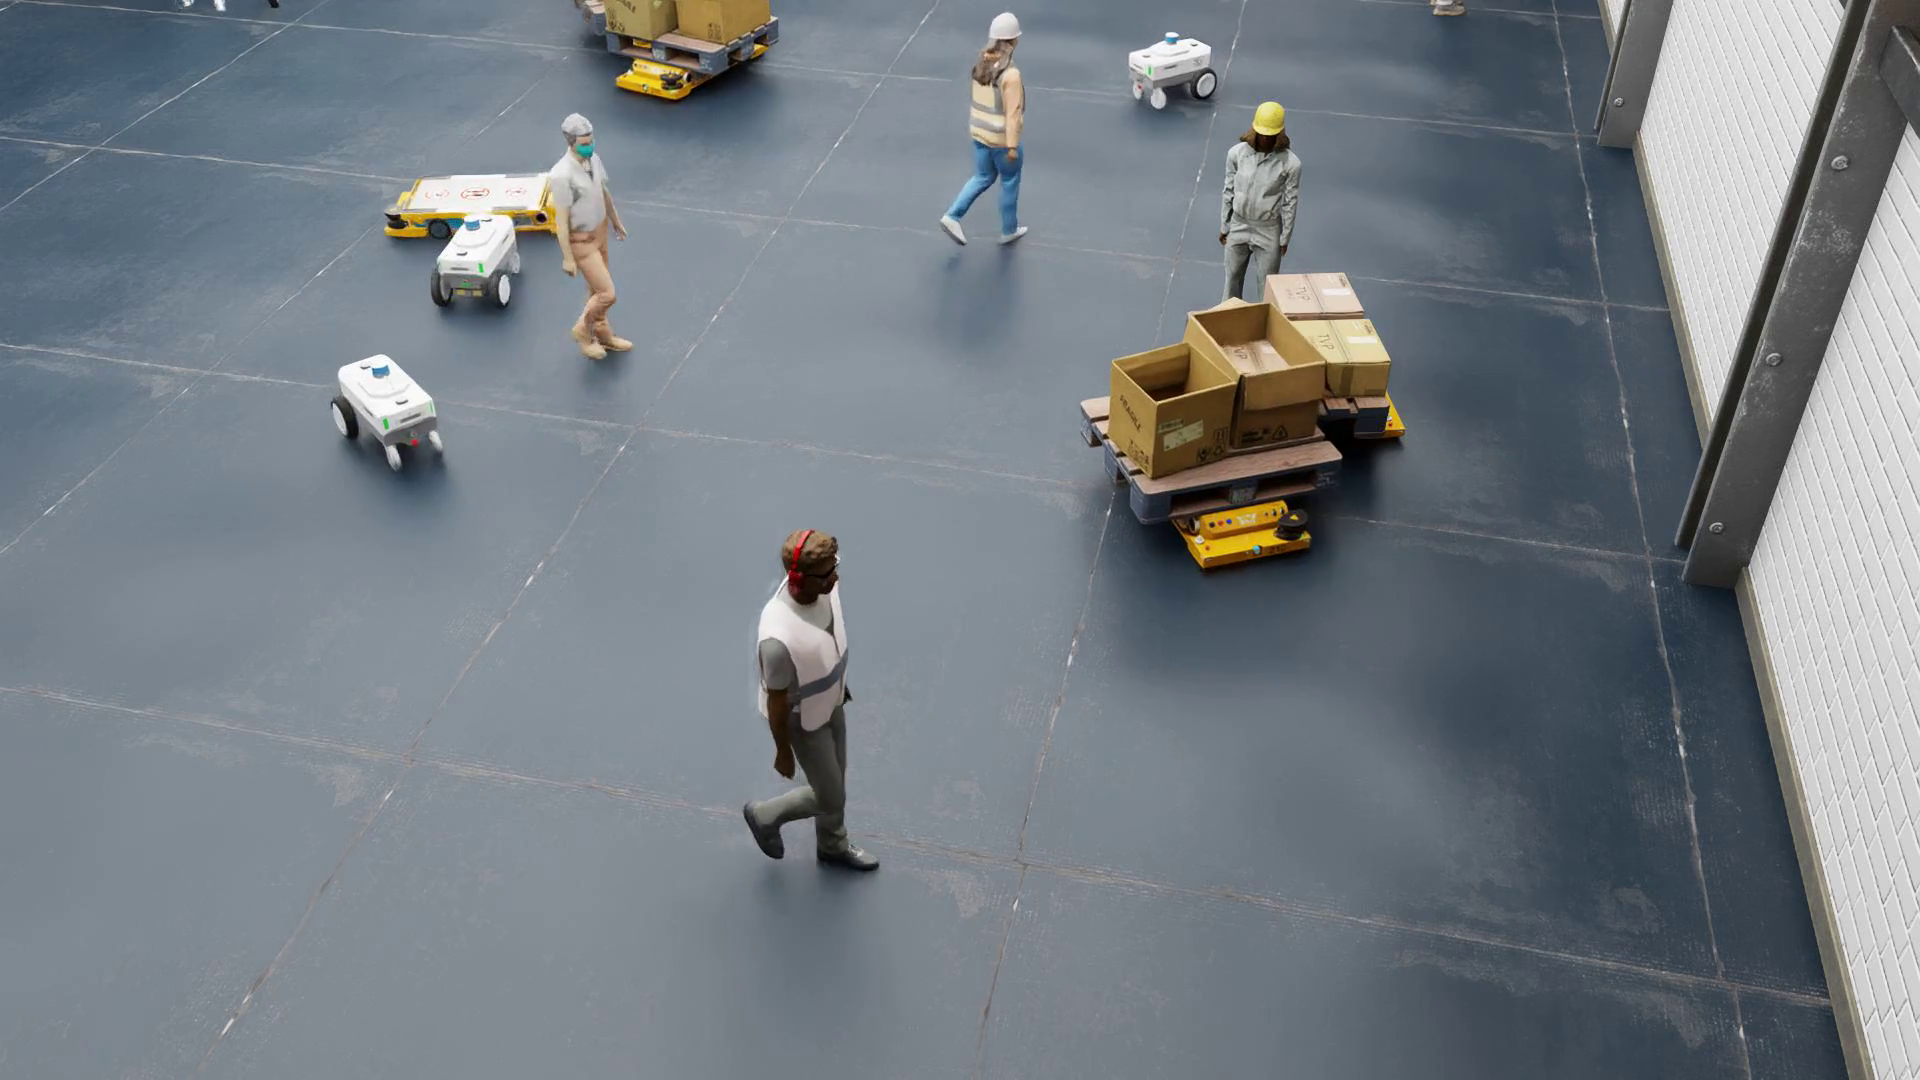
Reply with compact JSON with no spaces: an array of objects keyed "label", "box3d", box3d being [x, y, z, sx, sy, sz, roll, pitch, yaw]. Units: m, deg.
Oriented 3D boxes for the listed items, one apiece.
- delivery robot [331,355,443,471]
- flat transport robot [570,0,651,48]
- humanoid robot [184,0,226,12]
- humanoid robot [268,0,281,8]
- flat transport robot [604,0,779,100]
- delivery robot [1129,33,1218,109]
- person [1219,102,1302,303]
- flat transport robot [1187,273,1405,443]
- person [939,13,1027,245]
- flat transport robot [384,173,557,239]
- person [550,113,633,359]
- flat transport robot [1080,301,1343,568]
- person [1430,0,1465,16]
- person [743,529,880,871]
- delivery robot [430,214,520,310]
[{"label":"delivery robot","box3d":[-3.471,-0.816,10.087,0.499,0.613,0.811,-26,44,-30]},{"label":"flat transport robot","box3d":[-2.969,-4.919,15.801,0.659,0.231,1.431,-16,40,-20]},{"label":"humanoid robot","box3d":[-7.500,-5.973,16.030,0.543,1.816,0.804,-9,38,-11]},{"label":"humanoid robot","box3d":[-6.647,-6.089,16.191,0.559,1.836,0.872,9,38,12]},{"label":"flat transport robot","box3d":[-2.406,-4.352,15.042,0.659,0.231,1.431,19,41,23]},{"label":"delivery robot","box3d":[1.857,-4.108,14.492,0.784,0.613,0.522,-20,41,-25]},{"label":"person","box3d":[1.892,-1.981,10.648,0.482,1.738,0.340,16,40,21]},{"label":"flat transport robot","box3d":[1.988,-0.862,10.372,1.431,0.231,0.659,-2,37,-3]},{"label":"person","box3d":[0.194,-2.888,11.888,0.651,1.695,0.537,-27,45,-32]},{"label":"flat transport robot","box3d":[-3.573,-2.533,12.609,1.431,0.231,0.659,-2,37,-3]},{"label":"person","box3d":[-2.328,-1.912,10.571,0.399,1.721,0.596,10,38,13]},{"label":"flat transport robot","box3d":[1.439,-0.368,9.711,0.659,0.231,1.431,-10,38,-14]},{"label":"person","box3d":[4.784,-5.983,15.883,0.385,1.879,0.579,-1,37,-1]},{"label":"person","box3d":[-0.640,0.707,6.965,0.505,1.831,0.586,11,38,14]},{"label":"delivery robot","box3d":[-3.367,-1.966,11.617,0.499,0.602,0.801,4,37,5]}]
